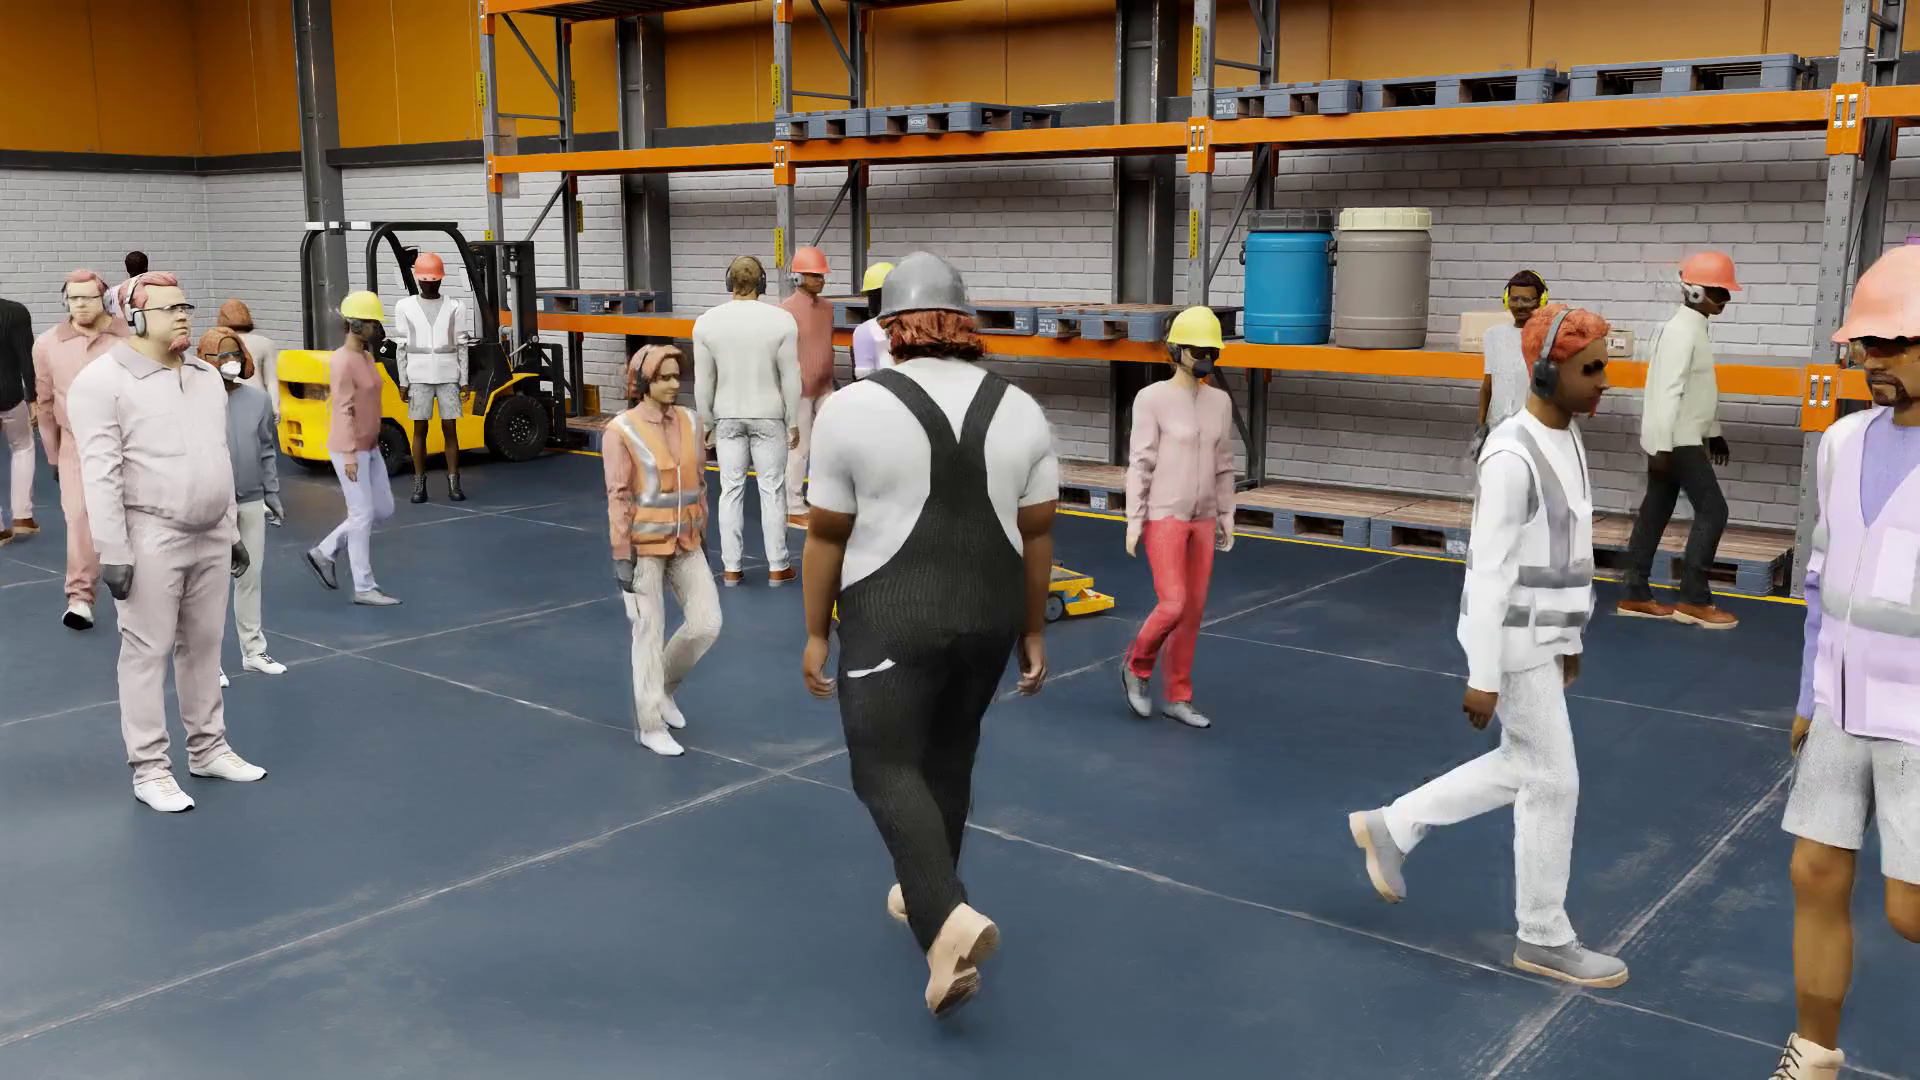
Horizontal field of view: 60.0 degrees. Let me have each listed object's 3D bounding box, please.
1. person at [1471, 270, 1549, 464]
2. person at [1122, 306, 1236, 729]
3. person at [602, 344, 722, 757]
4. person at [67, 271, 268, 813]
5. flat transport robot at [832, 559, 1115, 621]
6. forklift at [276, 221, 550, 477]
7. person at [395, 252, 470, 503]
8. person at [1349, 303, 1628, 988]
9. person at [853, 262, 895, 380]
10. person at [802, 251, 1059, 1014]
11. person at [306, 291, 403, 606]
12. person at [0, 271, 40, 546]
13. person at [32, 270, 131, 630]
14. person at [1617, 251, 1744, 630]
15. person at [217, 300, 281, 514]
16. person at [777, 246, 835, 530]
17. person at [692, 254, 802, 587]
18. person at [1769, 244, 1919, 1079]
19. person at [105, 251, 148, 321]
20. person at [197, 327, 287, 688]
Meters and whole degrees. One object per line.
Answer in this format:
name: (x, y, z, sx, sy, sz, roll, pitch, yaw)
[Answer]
person: (3.151, -0.591, 9.420, 0.513, 1.859, 0.333, 9, 14, 41)
person: (0.928, -0.083, 6.867, 0.556, 1.751, 0.366, -7, 12, -35)
person: (-1.169, 0.045, 6.533, 0.366, 1.625, 0.531, 8, 13, 38)
person: (-2.827, -0.001, 5.998, 0.410, 1.913, 0.643, 3, 11, 19)
flat transport robot: (0.057, 0.294, 8.906, 1.431, 0.197, 0.652, -6, 12, -29)
forklift: (-4.922, -1.741, 14.854, 1.214, 2.155, 2.313, 8, 13, 38)
person: (-4.066, -1.248, 12.862, 0.543, 1.928, 0.370, -4, 11, -19)
person: (1.478, 0.280, 4.575, 0.730, 1.864, 0.588, 6, 12, 29)
person: (-0.405, -0.622, 9.464, 0.484, 1.896, 0.615, 9, 14, 41)
person: (-0.057, 0.203, 4.504, 0.697, 2.000, 0.841, -5, 11, -24)
person: (-3.377, -0.498, 9.208, 0.507, 1.755, 0.537, 0, 10, 1)
person: (-6.451, -0.958, 11.106, 0.652, 1.972, 0.639, -3, 11, -15)
person: (-4.494, -0.467, 8.726, 0.646, 1.863, 0.965, -4, 11, -20)
person: (3.865, -0.515, 8.711, 0.748, 1.961, 0.633, 4, 11, 19)
person: (-5.322, -0.984, 12.337, 0.507, 1.583, 0.883, -9, 14, -41)
person: (-1.016, -1.041, 11.571, 0.527, 1.971, 0.646, 7, 12, 34)
person: (-1.231, -0.686, 9.716, 0.627, 1.940, 0.375, 1, 10, 5)
person: (2.141, 0.365, 3.682, 0.778, 2.019, 0.619, -3, 11, -14)
person: (-7.577, -1.709, 15.437, 0.596, 1.918, 0.380, -2, 10, -12)
person: (-3.340, -0.156, 7.621, 0.284, 1.634, 0.498, 7, 13, 35)
